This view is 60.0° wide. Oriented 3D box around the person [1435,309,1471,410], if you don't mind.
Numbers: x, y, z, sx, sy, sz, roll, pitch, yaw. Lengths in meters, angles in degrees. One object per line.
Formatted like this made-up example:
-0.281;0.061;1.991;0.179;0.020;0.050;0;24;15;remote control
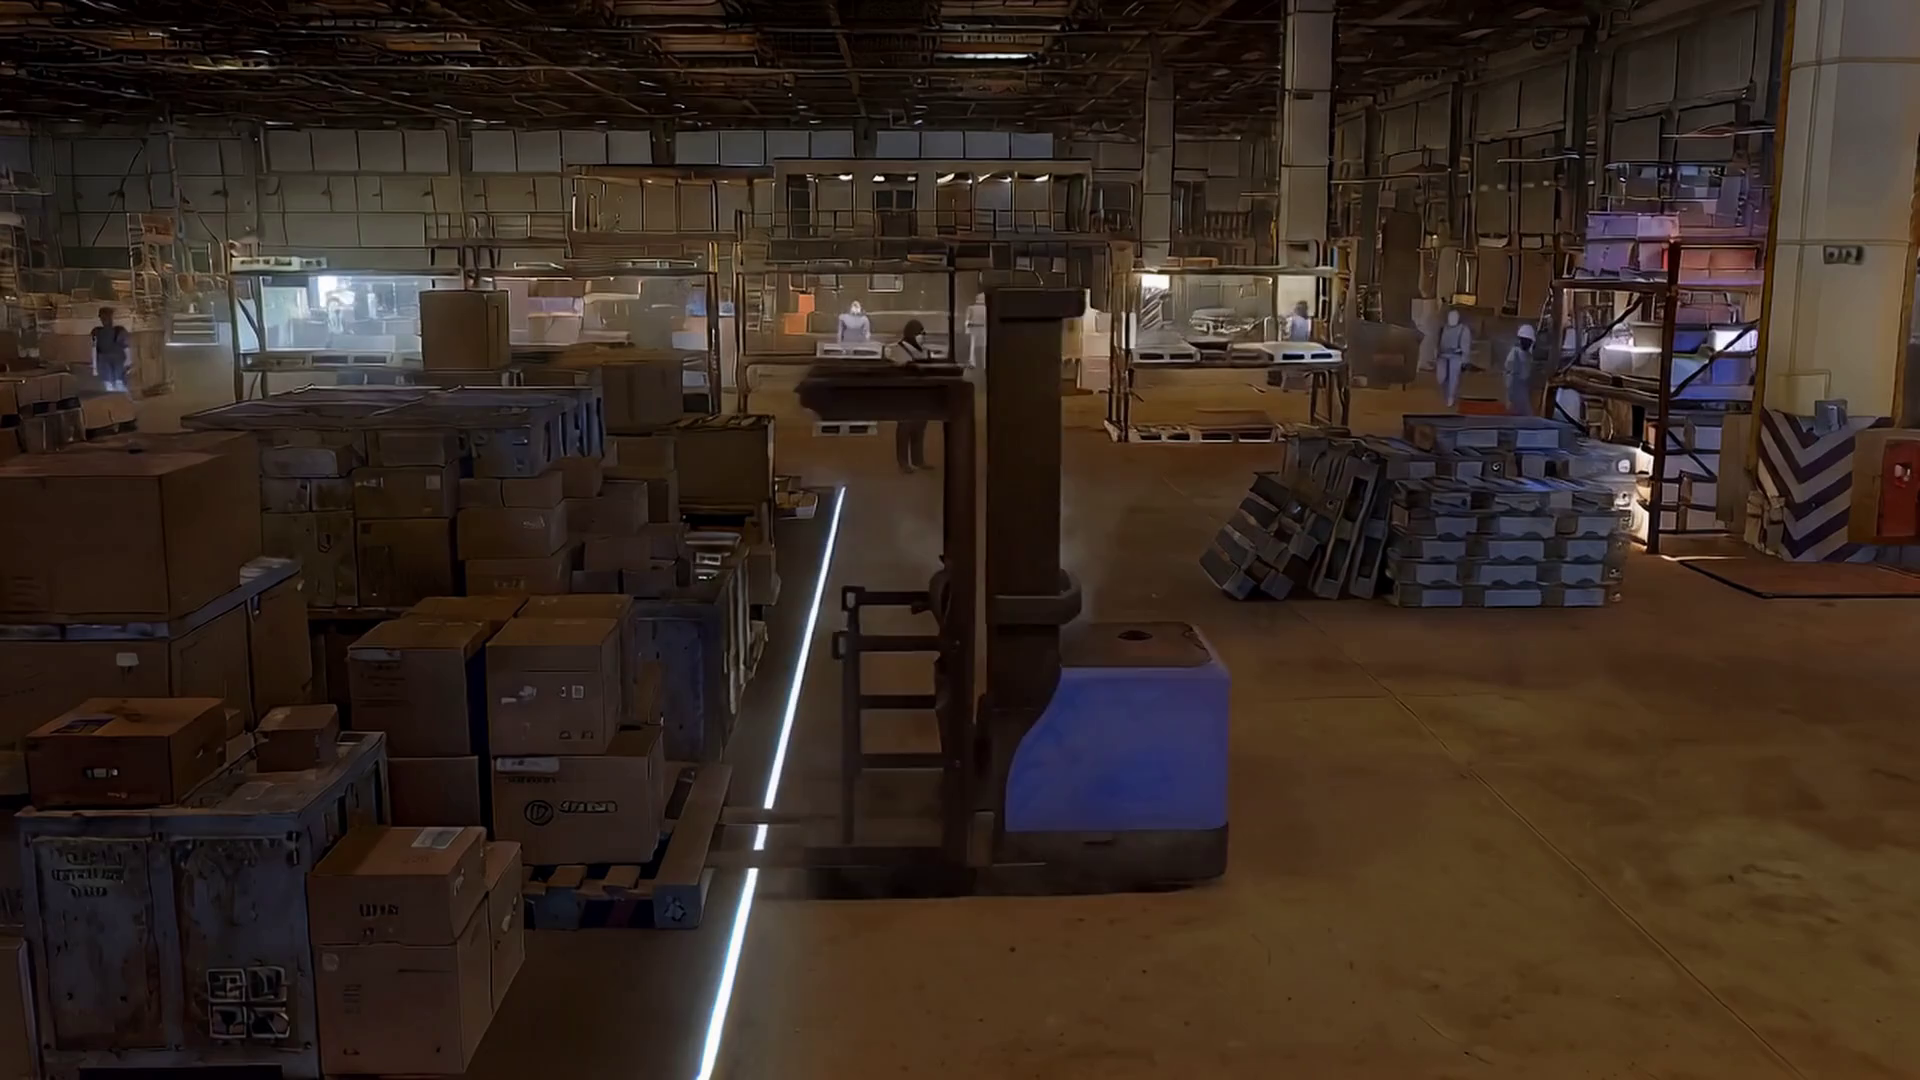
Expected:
8.873;-3.254;30.032;0.626;1.831;0.449;6;12;32;person

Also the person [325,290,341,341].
-17.065;-5.950;45.376;0.735;1.722;0.490;3;11;18;person

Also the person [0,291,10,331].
-23.699;-5.240;40.902;0.554;1.913;0.864;0;10;-2;person

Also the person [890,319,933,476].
-0.565;-1.862;21.690;0.536;2.000;0.682;8;13;36;person

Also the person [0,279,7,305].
-31.220;-7.574;54.104;0.403;1.827;0.599;2;10;11;person

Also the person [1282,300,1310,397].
6.635;-3.779;32.783;0.589;1.899;0.725;-7;12;-35;person

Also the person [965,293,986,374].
0.406;-4.745;38.270;0.580;1.856;0.559;1;10;4;person

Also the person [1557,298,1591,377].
13.678;-4.450;36.792;1.003;1.811;0.528;3;11;17;person

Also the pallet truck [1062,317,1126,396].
2.483;-3.881;33.060;1.885;1.965;0.823;-7;13;-36;pallet truck

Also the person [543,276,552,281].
-16.478;-9.801;66.505;0.493;1.825;0.530;9;14;42;person

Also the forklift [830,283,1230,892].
0.315;0.172;8.022;1.873;2.768;1.129;0;10;-2;forklift

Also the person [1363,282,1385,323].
11.460;-6.146;45.878;0.658;1.920;0.775;-1;10;-8;person

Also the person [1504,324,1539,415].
7.749;-2.049;23.121;0.595;1.902;0.782;-6;12;-30;person

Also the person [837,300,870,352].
-2.038;-3.714;32.396;0.643;1.900;0.876;-4;11;-23;person

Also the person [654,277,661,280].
-10.061;-7.750;54.988;0.564;1.861;0.939;2;10;12;person

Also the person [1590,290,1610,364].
16.022;-5.383;41.431;0.374;1.997;0.613;-2;10;-9;person

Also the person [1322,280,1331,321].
11.787;-7.497;53.732;0.846;1.820;0.627;-5;11;-27;person

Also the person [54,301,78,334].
-19.815;-4.453;36.989;0.518;1.733;0.864;1;10;6;person

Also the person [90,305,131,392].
-14.577;-3.048;28.547;0.614;1.950;0.447;-1;10;-7;person

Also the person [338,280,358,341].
-18.211;-6.769;49.419;0.599;1.904;0.675;3;11;18;person

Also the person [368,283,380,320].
-16.748;-6.419;47.578;0.336;1.864;0.521;-8;13;-37;person
